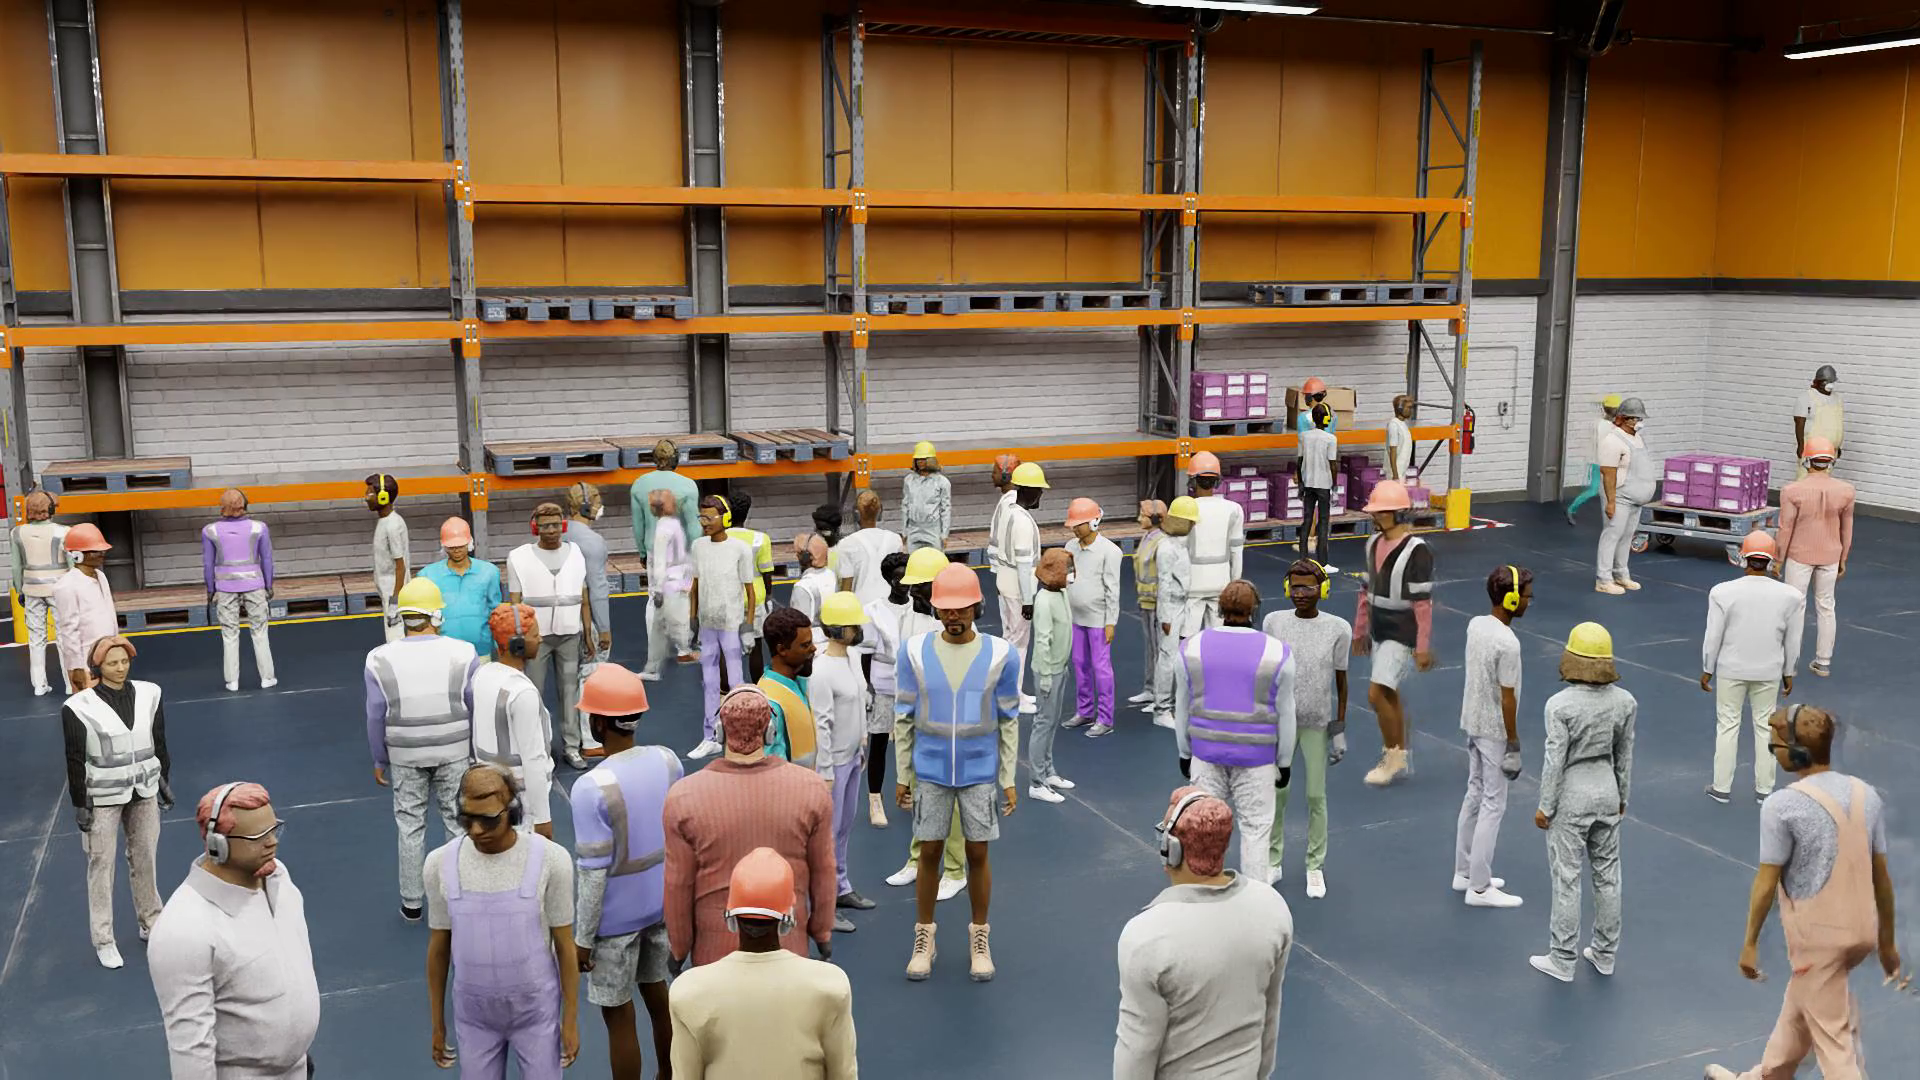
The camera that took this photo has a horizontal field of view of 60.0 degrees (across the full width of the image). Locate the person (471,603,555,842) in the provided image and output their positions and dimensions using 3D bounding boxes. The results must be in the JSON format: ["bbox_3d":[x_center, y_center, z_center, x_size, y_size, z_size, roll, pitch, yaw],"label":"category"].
[{"bbox_3d":[-2.078,1.222,7.821,0.341,1.882,0.586,-8,13,-38],"label":"person"}]

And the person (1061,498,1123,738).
[{"bbox_3d":[0.925,0.552,12.115,0.355,1.736,0.576,-8,13,-38],"label":"person"}]

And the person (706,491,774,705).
[{"bbox_3d":[-1.683,0.470,12.695,0.541,1.696,0.315,0,10,-2],"label":"person"}]

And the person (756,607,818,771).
[{"bbox_3d":[-0.805,1.246,7.584,0.392,1.920,0.588,0,10,-1],"label":"person"}]

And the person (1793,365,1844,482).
[{"bbox_3d":[11.232,-1.260,21.672,0.676,2.000,0.536,-2,10,-13],"label":"person"}]

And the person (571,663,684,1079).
[{"bbox_3d":[-1.313,1.430,6.471,0.358,1.938,0.542,6,11,29],"label":"person"}]

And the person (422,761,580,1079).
[{"bbox_3d":[-1.550,1.626,5.655,0.515,1.835,0.359,0,10,0],"label":"person"}]

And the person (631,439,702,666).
[{"bbox_3d":[-2.464,0.108,14.088,0.630,1.940,0.372,3,10,17],"label":"person"}]

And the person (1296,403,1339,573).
[{"bbox_3d":[3.914,-0.565,18.162,0.315,1.869,0.534,-9,13,-43],"label":"person"}]

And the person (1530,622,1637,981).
[{"bbox_3d":[3.000,1.255,8.039,0.492,1.742,0.319,-3,10,-15],"label":"person"}]

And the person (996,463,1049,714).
[{"bbox_3d":[0.478,0.365,12.667,0.396,1.920,0.587,-1,10,-7],"label":"person"}]

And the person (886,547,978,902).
[{"bbox_3d":[-0.155,0.988,9.045,0.592,1.926,0.366,9,14,43],"label":"person"}]

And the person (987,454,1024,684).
[{"bbox_3d":[0.388,0.236,13.505,0.345,1.882,0.584,1,10,7],"label":"person"}]

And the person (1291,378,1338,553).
[{"bbox_3d":[4.112,-0.868,19.407,0.606,2.045,0.389,-7,12,-36],"label":"person"}]

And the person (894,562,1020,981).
[{"bbox_3d":[-0.017,1.113,7.989,0.605,2.045,0.378,1,10,3],"label":"person"}]

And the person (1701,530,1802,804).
[{"bbox_3d":[5.018,0.807,10.591,0.574,1.749,0.337,2,10,11],"label":"person"}]

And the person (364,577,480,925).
[{"bbox_3d":[-2.773,1.099,8.689,0.591,1.831,0.403,-3,10,-17],"label":"person"}]

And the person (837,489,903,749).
[{"bbox_3d":[-0.645,0.556,11.770,0.513,1.845,0.335,-6,12,-32],"label":"person"}]

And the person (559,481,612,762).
[{"bbox_3d":[-2.593,0.557,11.497,0.357,1.938,0.638,-8,13,-39],"label":"person"}]

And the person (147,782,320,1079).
[{"bbox_3d":[-2.190,1.671,5.174,0.401,1.906,0.650,1,10,4],"label":"person"}]

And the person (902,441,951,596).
[{"bbox_3d":[-0.330,-0.060,15.615,0.483,1.745,0.300,4,11,21],"label":"person"}]

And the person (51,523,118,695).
[{"bbox_3d":[-5.661,0.756,10.877,0.327,1.753,0.563,-1,10,-4],"label":"person"}]

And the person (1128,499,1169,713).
[{"bbox_3d":[1.483,0.499,12.693,0.315,1.640,0.515,-2,10,-9],"label":"person"}]

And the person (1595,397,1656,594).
[{"bbox_3d":[6.856,-0.465,17.094,0.535,2.000,0.684,10,14,44],"label":"person"}]

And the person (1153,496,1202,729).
[{"bbox_3d":[1.619,0.531,12.253,0.323,1.729,0.488,6,12,33],"label":"person"}]

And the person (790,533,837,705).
[{"bbox_3d":[-0.977,0.762,11.179,0.307,1.641,0.513,3,10,19],"label":"person"}]

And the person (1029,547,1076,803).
[{"bbox_3d":[0.598,0.849,10.691,0.266,1.631,0.507,3,10,17],"label":"person"}]

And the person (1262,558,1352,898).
[{"bbox_3d":[1.851,1.015,9.059,0.507,1.872,0.329,4,10,20],"label":"person"}]

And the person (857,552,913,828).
[{"bbox_3d":[-0.377,0.906,10.188,0.535,1.697,0.318,-5,11,-27],"label":"person"}]

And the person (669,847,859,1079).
[{"bbox_3d":[-0.581,1.776,5.007,0.559,1.751,0.326,-1,10,-6],"label":"person"}]

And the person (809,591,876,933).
[{"bbox_3d":[-0.608,1.136,8.662,0.317,1.767,0.534,3,10,17],"label":"person"}]

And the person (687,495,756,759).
[{"bbox_3d":[-1.644,0.607,11.415,0.533,1.868,0.310,5,11,25],"label":"person"}]

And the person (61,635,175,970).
[{"bbox_3d":[-4.154,1.272,8.237,0.307,1.641,0.514,6,12,32],"label":"person"}]

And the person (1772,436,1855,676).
[{"bbox_3d":[7.026,0.141,13.733,0.608,1.995,0.377,0,10,2],"label":"person"}]

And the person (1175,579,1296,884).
[{"bbox_3d":[1.427,1.110,8.633,0.627,1.835,0.431,4,11,21],"label":"person"}]

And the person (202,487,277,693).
[{"bbox_3d":[-5.739,0.400,13.259,0.515,1.641,0.314,-3,10,-18],"label":"person"}]

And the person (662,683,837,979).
[{"bbox_3d":[-0.792,1.478,6.284,0.651,1.906,0.409,-3,10,-14],"label":"person"}]

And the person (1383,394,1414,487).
[{"bbox_3d":[5.147,-0.787,19.512,0.345,1.846,0.508,5,11,25],"label":"person"}]

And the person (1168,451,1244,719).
[{"bbox_3d":[1.790,0.357,12.348,0.611,2.042,0.395,-3,10,-16],"label":"person"}]

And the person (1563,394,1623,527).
[{"bbox_3d":[8.081,-0.981,20.945,0.525,1.734,0.809,-7,12,-36],"label":"person"}]

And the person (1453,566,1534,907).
[{"bbox_3d":[2.869,1.050,8.919,0.346,1.854,0.523,-1,10,-7],"label":"person"}]

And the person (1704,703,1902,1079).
[{"bbox_3d":[3.274,1.518,6.364,0.545,1.786,0.965,-4,11,-21],"label":"person"}]

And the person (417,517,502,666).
[{"bbox_3d":[-3.339,0.707,11.163,0.573,1.749,0.339,-4,11,-23],"label":"person"}]

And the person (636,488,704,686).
[{"bbox_3d":[-2.320,0.383,13.415,0.708,1.613,0.552,0,10,-2],"label":"person"}]

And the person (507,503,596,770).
[{"bbox_3d":[-2.746,0.654,11.204,0.564,1.847,0.396,-5,11,-27],"label":"person"}]

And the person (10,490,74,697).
[{"bbox_3d":[-7.177,0.428,13.106,0.523,1.638,0.310,0,10,-3],"label":"person"}]

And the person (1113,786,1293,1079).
[{"bbox_3d":[0.697,1.685,5.096,0.646,1.908,0.408,-7,12,-35],"label":"person"}]

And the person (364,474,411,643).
[{"bbox_3d":[-4.259,0.432,12.419,0.313,1.869,0.538,-4,11,-23],"label":"person"}]

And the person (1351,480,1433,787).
[{"bbox_3d":[2.766,0.620,10.867,0.576,2.025,0.646,-3,10,-19],"label":"person"}]
